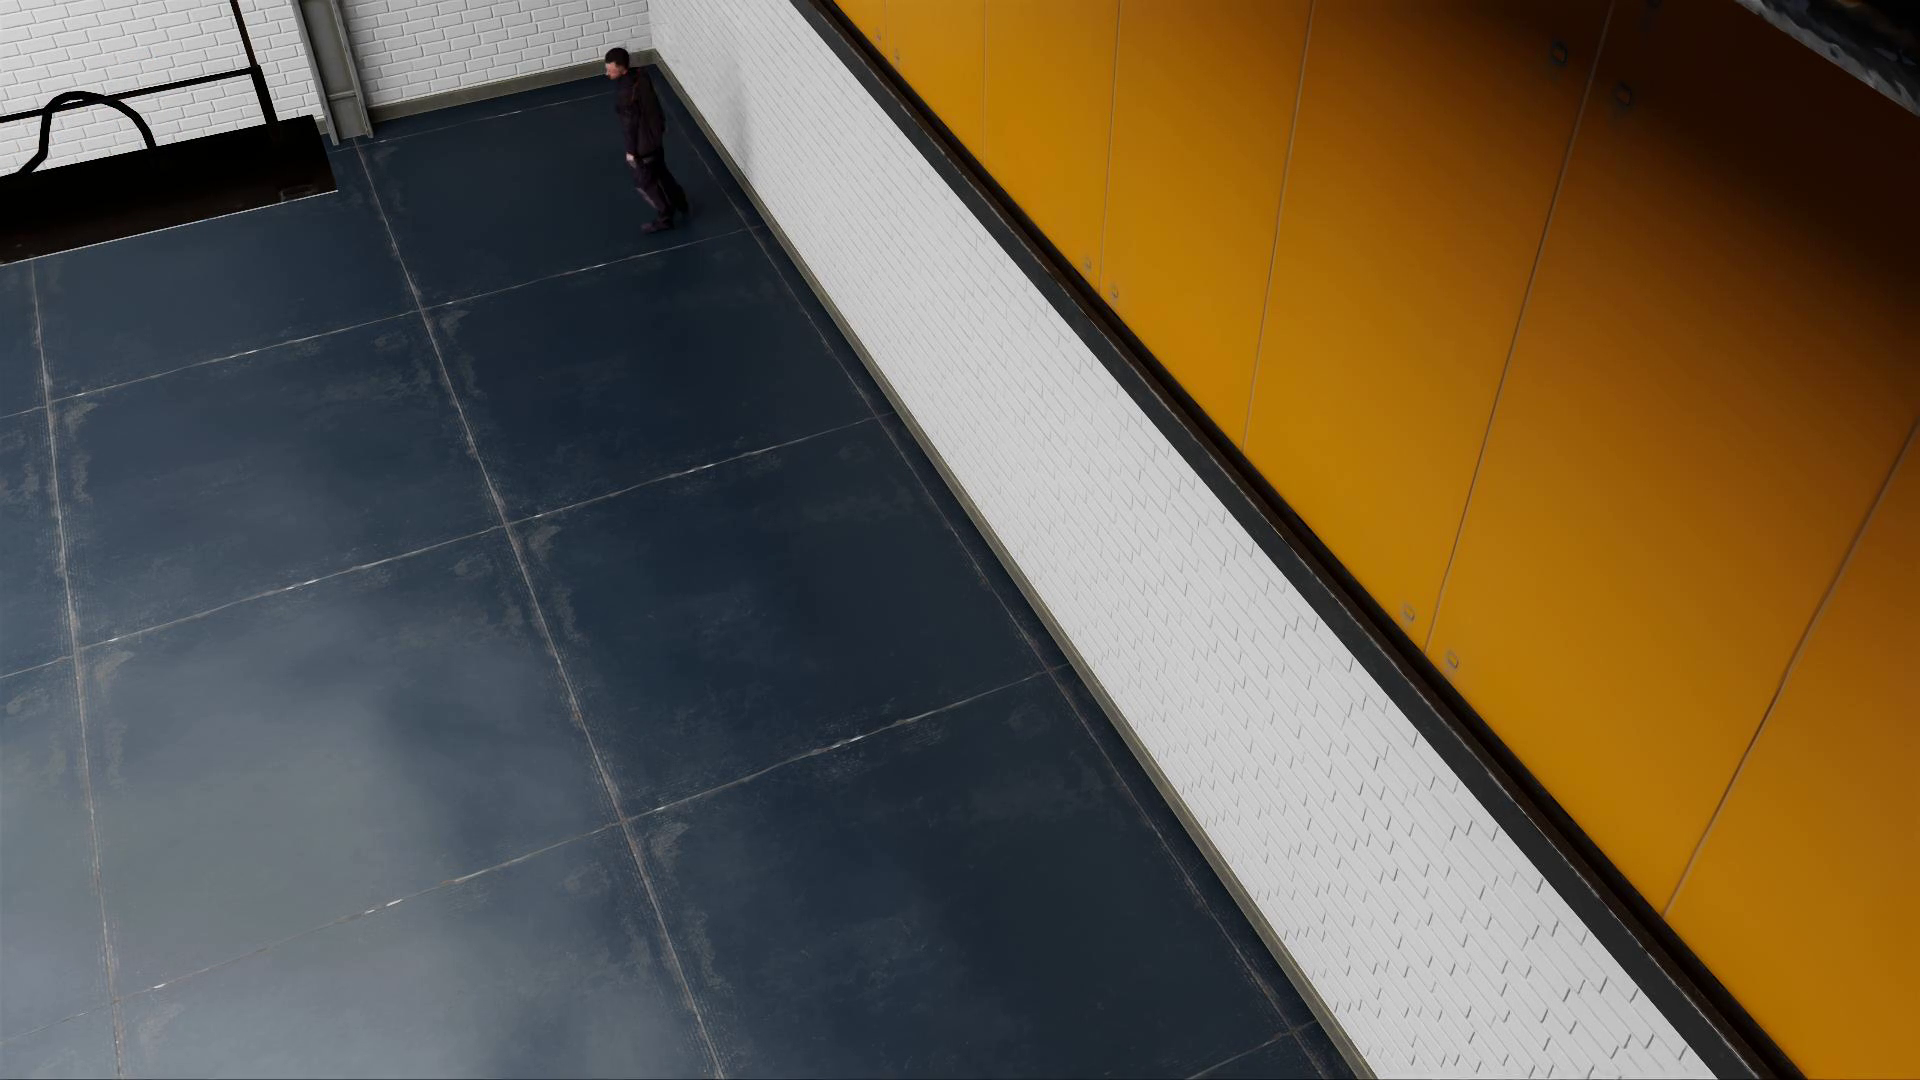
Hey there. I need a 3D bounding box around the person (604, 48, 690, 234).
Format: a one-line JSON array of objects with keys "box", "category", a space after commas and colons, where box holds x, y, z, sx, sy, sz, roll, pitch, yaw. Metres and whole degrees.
[{"box": [-2.734, -3.553, 14.673, 0.960, 1.811, 0.967, 17, 46, 17], "category": "person"}]
